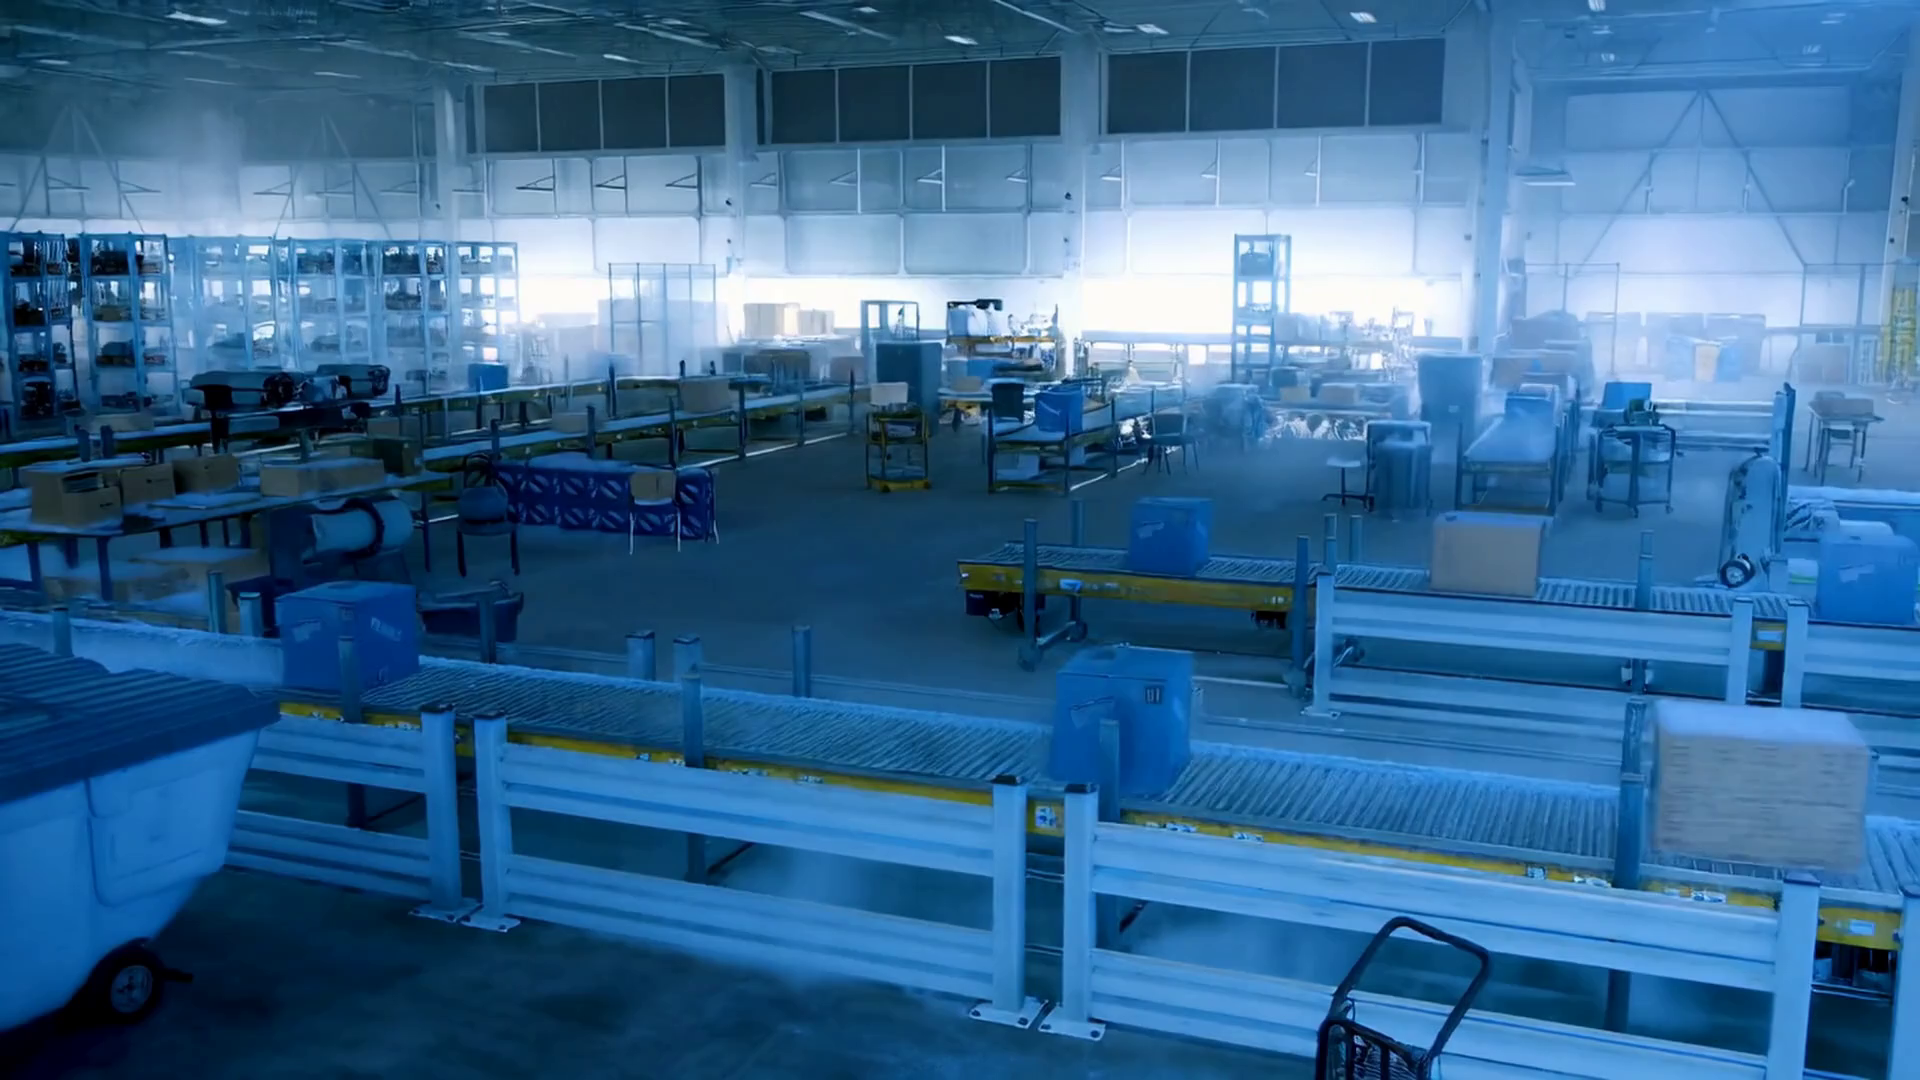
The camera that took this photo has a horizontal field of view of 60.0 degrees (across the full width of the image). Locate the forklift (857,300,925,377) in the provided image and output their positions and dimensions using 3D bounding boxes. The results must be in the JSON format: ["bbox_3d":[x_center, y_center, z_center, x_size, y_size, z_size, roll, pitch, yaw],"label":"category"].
[{"bbox_3d":[-1.732,-5.109,42.468,1.157,1.987,2.680,4,10,22],"label":"forklift"}]

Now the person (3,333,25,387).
[{"bbox_3d":[-19.582,-3.582,34.708,0.593,1.801,0.934,5,10,26],"label":"person"}]

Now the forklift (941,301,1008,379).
[{"bbox_3d":[0.365,-4.966,41.571,1.157,1.987,2.680,3,10,20],"label":"forklift"}]

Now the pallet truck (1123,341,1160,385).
[{"bbox_3d":[4.445,-4.380,41.279,0.680,1.201,1.601,4,10,22],"label":"pallet truck"}]

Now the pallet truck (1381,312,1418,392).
[{"bbox_3d":[10.207,-4.283,38.369,0.823,1.965,1.885,3,10,20],"label":"pallet truck"}]

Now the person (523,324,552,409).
[{"bbox_3d":[-8.987,-3.710,35.456,0.612,1.808,0.699,0,9,1],"label":"person"}]

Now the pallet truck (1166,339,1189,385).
[{"bbox_3d":[5.418,-4.269,40.420,0.704,1.261,1.522,3,10,20],"label":"pallet truck"}]

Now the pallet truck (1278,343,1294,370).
[{"bbox_3d":[7.886,-4.163,39.743,0.653,1.274,1.630,4,10,22],"label":"pallet truck"}]

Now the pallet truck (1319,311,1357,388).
[{"bbox_3d":[9.071,-4.419,39.190,0.823,1.965,1.885,5,10,26],"label":"pallet truck"}]
